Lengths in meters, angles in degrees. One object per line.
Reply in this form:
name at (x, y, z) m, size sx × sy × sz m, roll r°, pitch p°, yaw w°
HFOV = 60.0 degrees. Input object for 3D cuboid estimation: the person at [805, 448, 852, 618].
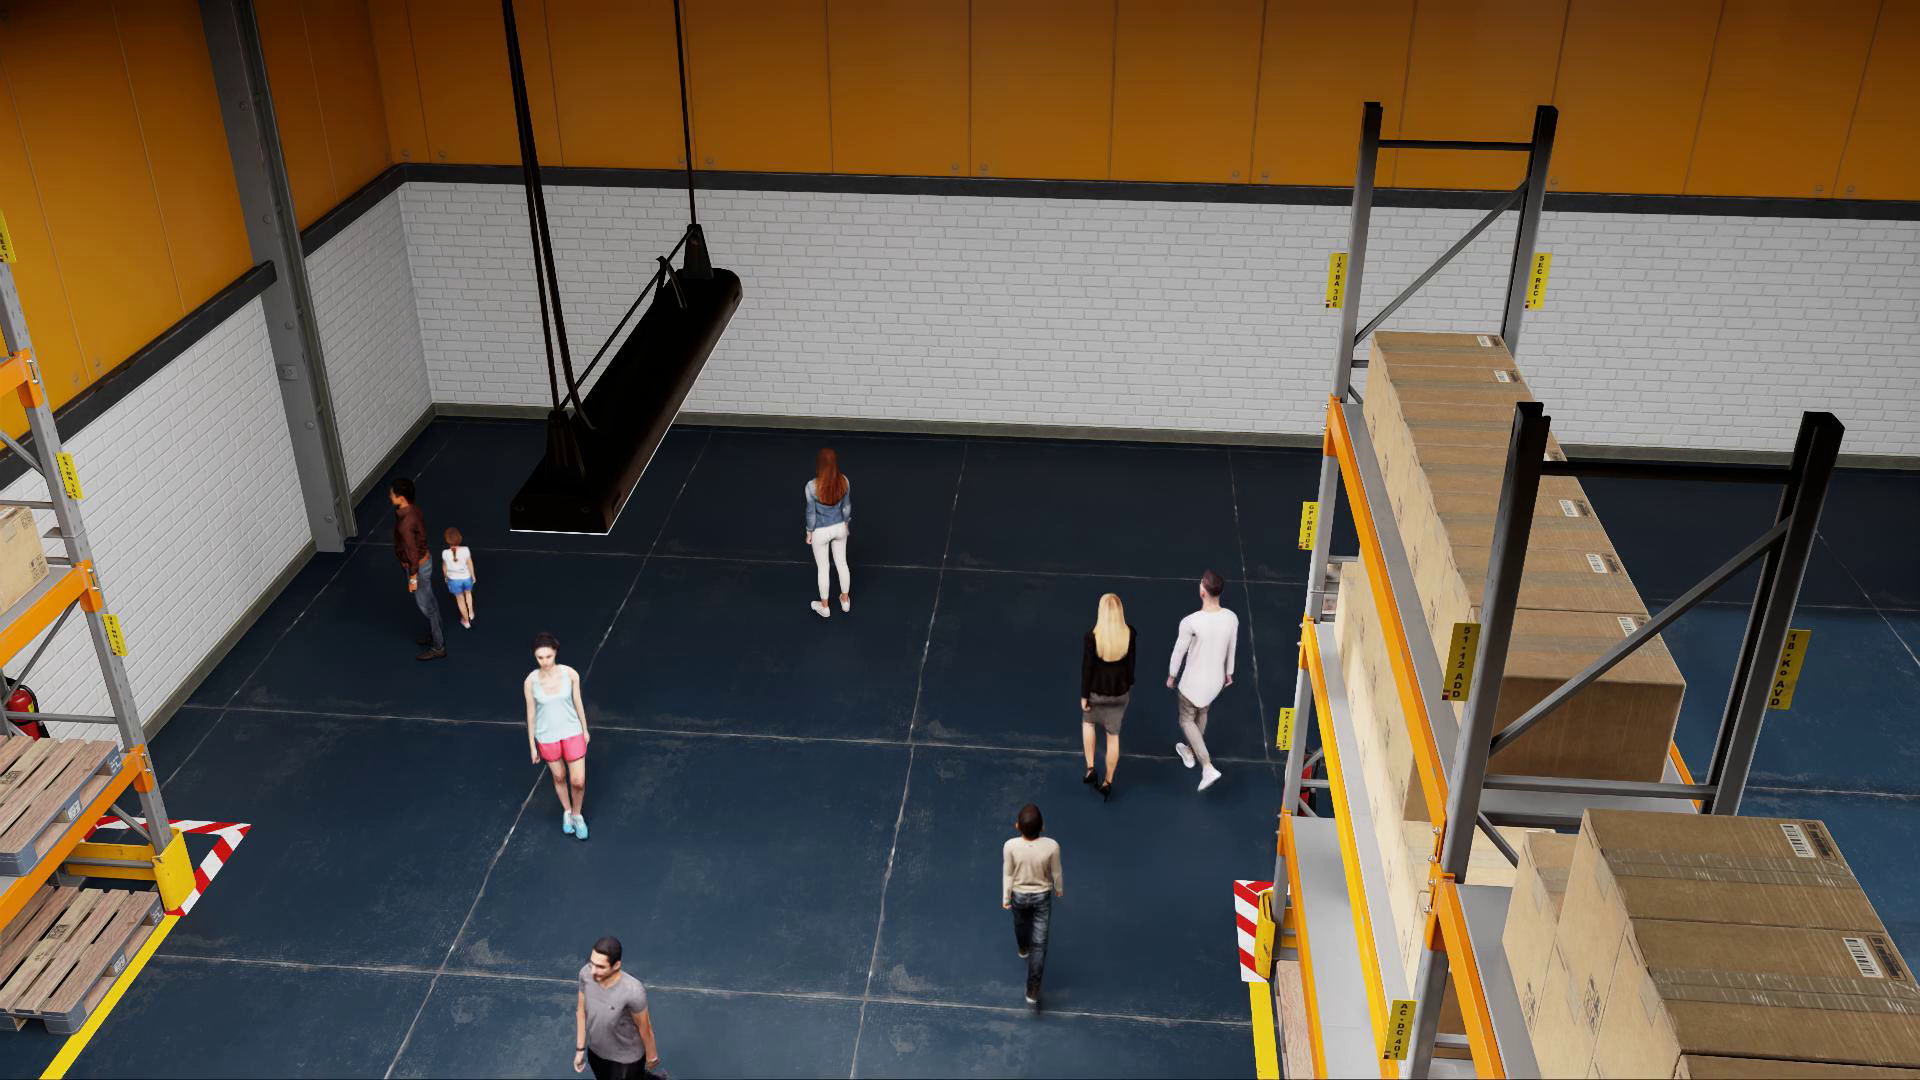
person at (-1.216, -0.078, 15.513) m, size 0.692 × 1.703 × 0.699 m, roll -14°, pitch 32°, yaw -24°

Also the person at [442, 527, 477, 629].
person at (-4.637, 0.366, 15.421) m, size 0.510 × 1.011 × 0.570 m, roll -14°, pitch 32°, yaw -24°

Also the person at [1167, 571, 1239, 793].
person at (1.951, 1.141, 13.164) m, size 1.006 × 1.813 × 1.164 m, roll -14°, pitch 32°, yaw -24°

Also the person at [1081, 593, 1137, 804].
person at (1.182, 1.273, 12.904) m, size 0.687 × 1.829 × 0.711 m, roll -5°, pitch 29°, yaw -9°

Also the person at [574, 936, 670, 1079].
person at (-1.984, 2.979, 9.880) m, size 0.907 × 1.731 × 1.144 m, roll 16°, pitch 32°, yaw 26°

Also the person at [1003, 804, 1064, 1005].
person at (0.481, 2.443, 11.166) m, size 0.557 × 1.439 × 0.989 m, roll 3°, pitch 29°, yaw 5°

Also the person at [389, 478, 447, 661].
person at (-4.829, 0.245, 14.840) m, size 0.754 × 1.781 × 0.558 m, roll -5°, pitch 29°, yaw -10°

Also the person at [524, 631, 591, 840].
person at (-3.053, 1.455, 12.652) m, size 0.708 × 1.751 × 0.752 m, roll -7°, pitch 29°, yaw -13°
